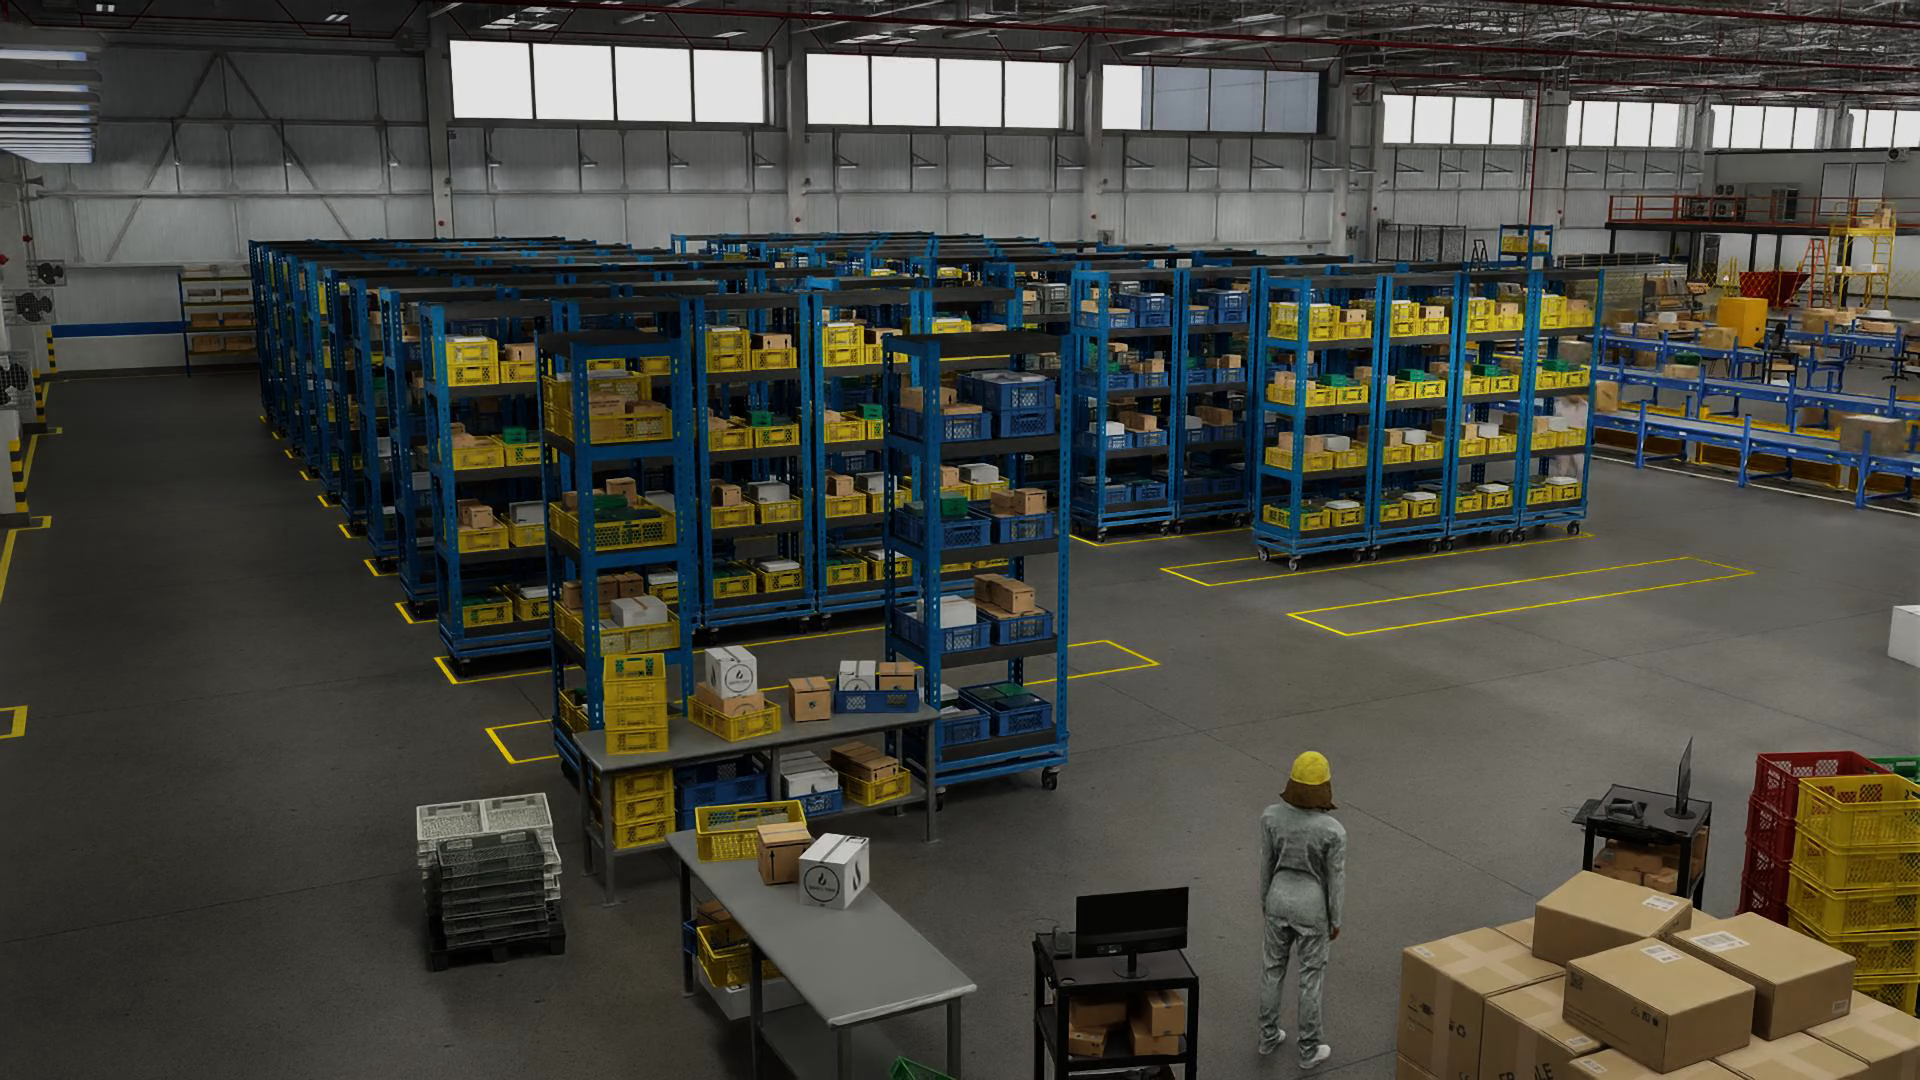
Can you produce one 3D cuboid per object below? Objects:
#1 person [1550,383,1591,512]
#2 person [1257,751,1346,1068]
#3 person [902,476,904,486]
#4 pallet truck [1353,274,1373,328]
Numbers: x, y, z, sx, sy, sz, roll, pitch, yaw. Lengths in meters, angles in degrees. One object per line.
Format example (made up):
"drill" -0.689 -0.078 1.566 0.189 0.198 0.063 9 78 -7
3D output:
"person" 8.894 -1.344 24.136 0.668 1.883 0.664 -1 12 -5
"person" 1.841 1.976 8.974 0.480 1.734 0.331 8 14 31
"person" -1.028 -1.519 25.062 0.565 1.840 0.390 11 16 43
"pallet truck" 13.011 -8.050 55.243 0.823 1.965 1.885 -7 14 -28
